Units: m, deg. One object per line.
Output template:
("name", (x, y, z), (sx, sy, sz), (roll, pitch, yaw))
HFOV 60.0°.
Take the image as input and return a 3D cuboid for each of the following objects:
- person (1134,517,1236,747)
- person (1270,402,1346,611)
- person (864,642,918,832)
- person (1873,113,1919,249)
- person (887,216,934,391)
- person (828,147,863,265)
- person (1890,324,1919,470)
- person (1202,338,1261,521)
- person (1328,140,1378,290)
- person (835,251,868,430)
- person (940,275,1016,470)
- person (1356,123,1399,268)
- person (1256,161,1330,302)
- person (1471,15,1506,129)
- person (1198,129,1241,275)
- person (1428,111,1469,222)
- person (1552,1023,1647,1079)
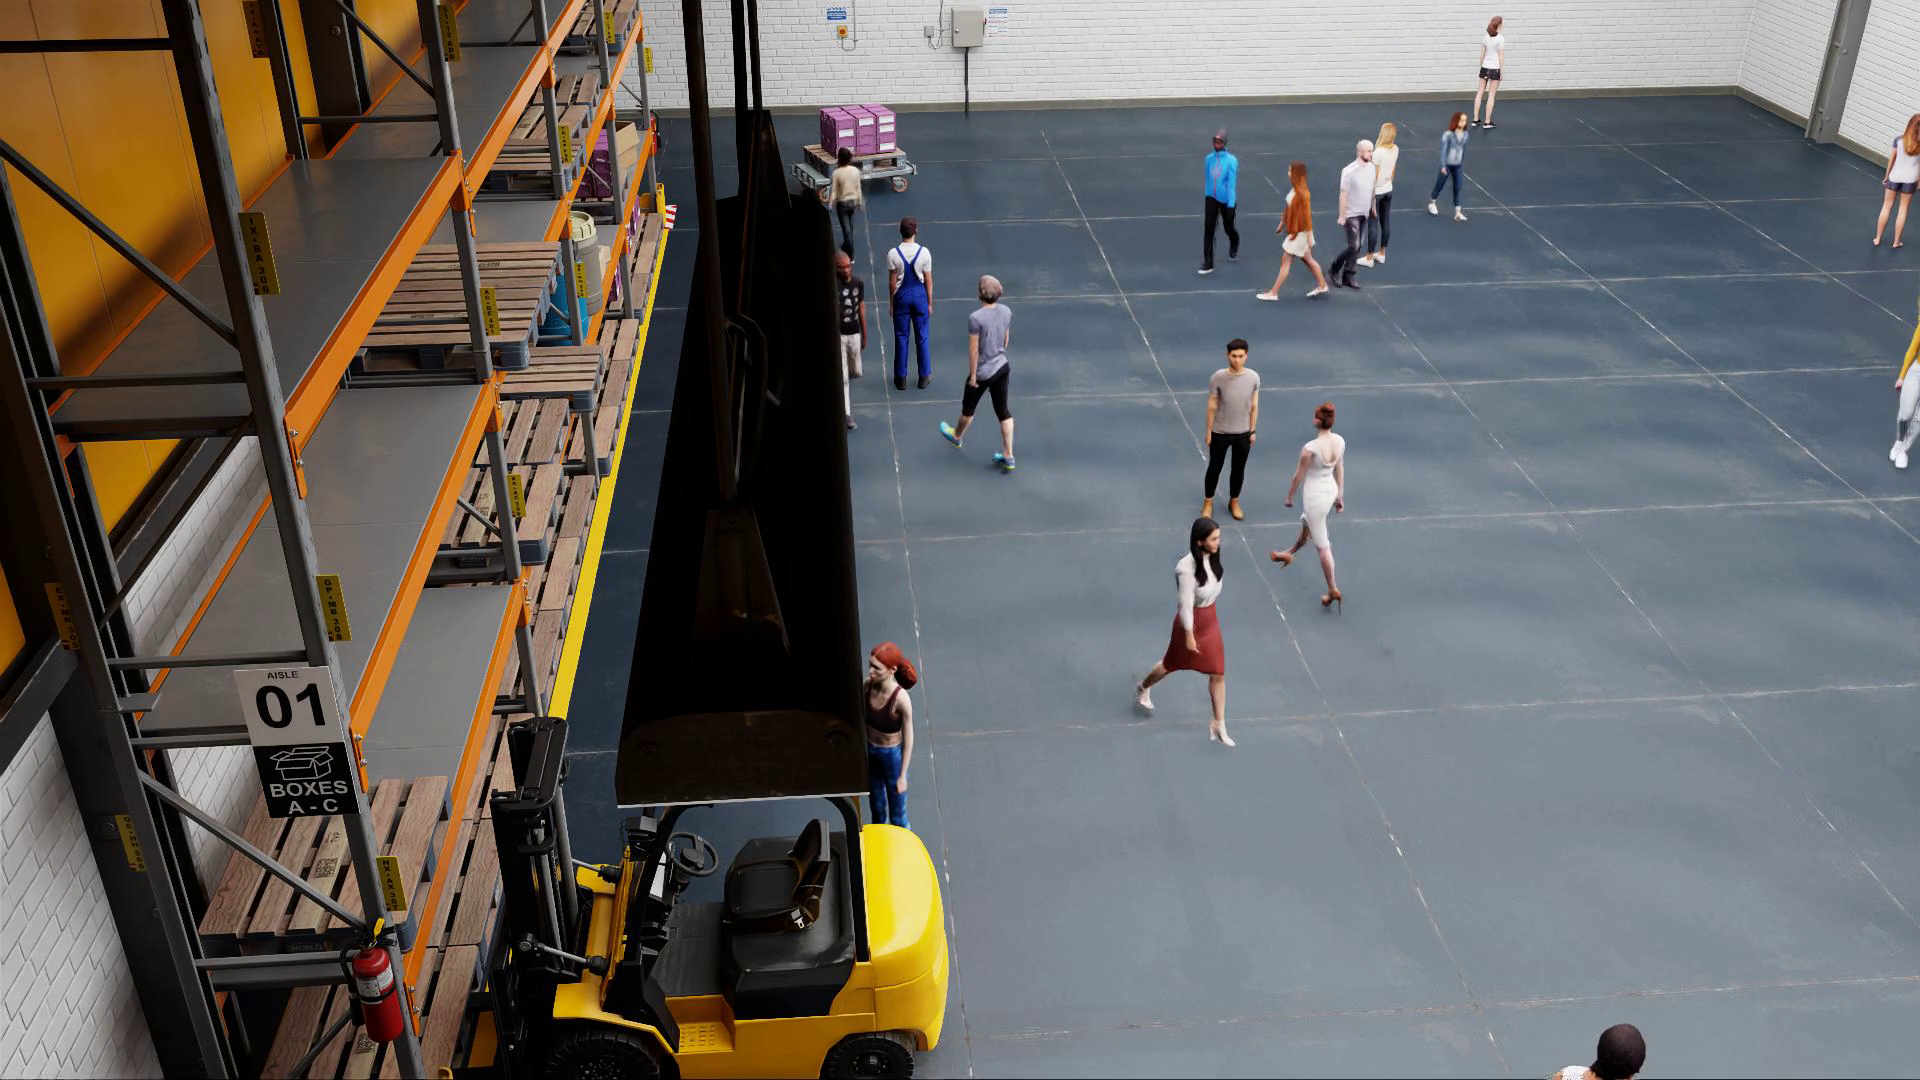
("person", (1.594, 0.631, 11.830), (1.027, 1.710, 1.163), (-24, 37, -37))
("person", (2.942, -0.226, 13.358), (0.900, 1.750, 1.159), (-16, 32, -26))
("person", (-0.461, 1.406, 10.329), (0.689, 1.785, 0.752), (24, 37, 37))
("person", (12.182, -4.651, 21.489), (0.685, 1.732, 0.733), (19, 34, 31))
("person", (-0.522, -2.478, 17.381), (0.620, 1.851, 0.553), (-2, 29, -3))
("person", (-1.393, -4.190, 20.937), (0.777, 1.451, 0.895), (-17, 33, -29))
("person", (9.148, -1.528, 15.754), (0.728, 1.741, 0.766), (15, 32, 25))
("person", (2.418, -0.996, 14.800), (0.619, 1.721, 0.536), (0, 29, 0))
("person", (4.719, -3.952, 20.115), (0.811, 1.821, 0.854), (-19, 34, -31))
("person", (-1.200, -2.040, 16.646), (0.870, 1.786, 1.081), (-12, 31, -22))
("person", (0.334, -1.529, 15.653), (1.067, 1.840, 1.282), (-19, 34, -31))
("person", (5.265, -4.326, 20.813), (0.663, 1.809, 0.669), (-19, 34, -31))
("person", (4.094, -3.617, 19.654), (0.767, 1.675, 1.078), (0, 29, 1))
("person", (8.534, -7.539, 26.762), (0.734, 1.753, 0.663), (-23, 36, -36))
("person", (3.285, -4.228, 20.675), (1.070, 1.769, 1.217), (16, 32, 27))
("person", (6.616, -5.084, 22.589), (0.689, 1.440, 1.037), (-7, 29, -13))
("person", (2.852, 2.945, 7.631), (0.985, 1.667, 0.939), (-23, 36, -35))
